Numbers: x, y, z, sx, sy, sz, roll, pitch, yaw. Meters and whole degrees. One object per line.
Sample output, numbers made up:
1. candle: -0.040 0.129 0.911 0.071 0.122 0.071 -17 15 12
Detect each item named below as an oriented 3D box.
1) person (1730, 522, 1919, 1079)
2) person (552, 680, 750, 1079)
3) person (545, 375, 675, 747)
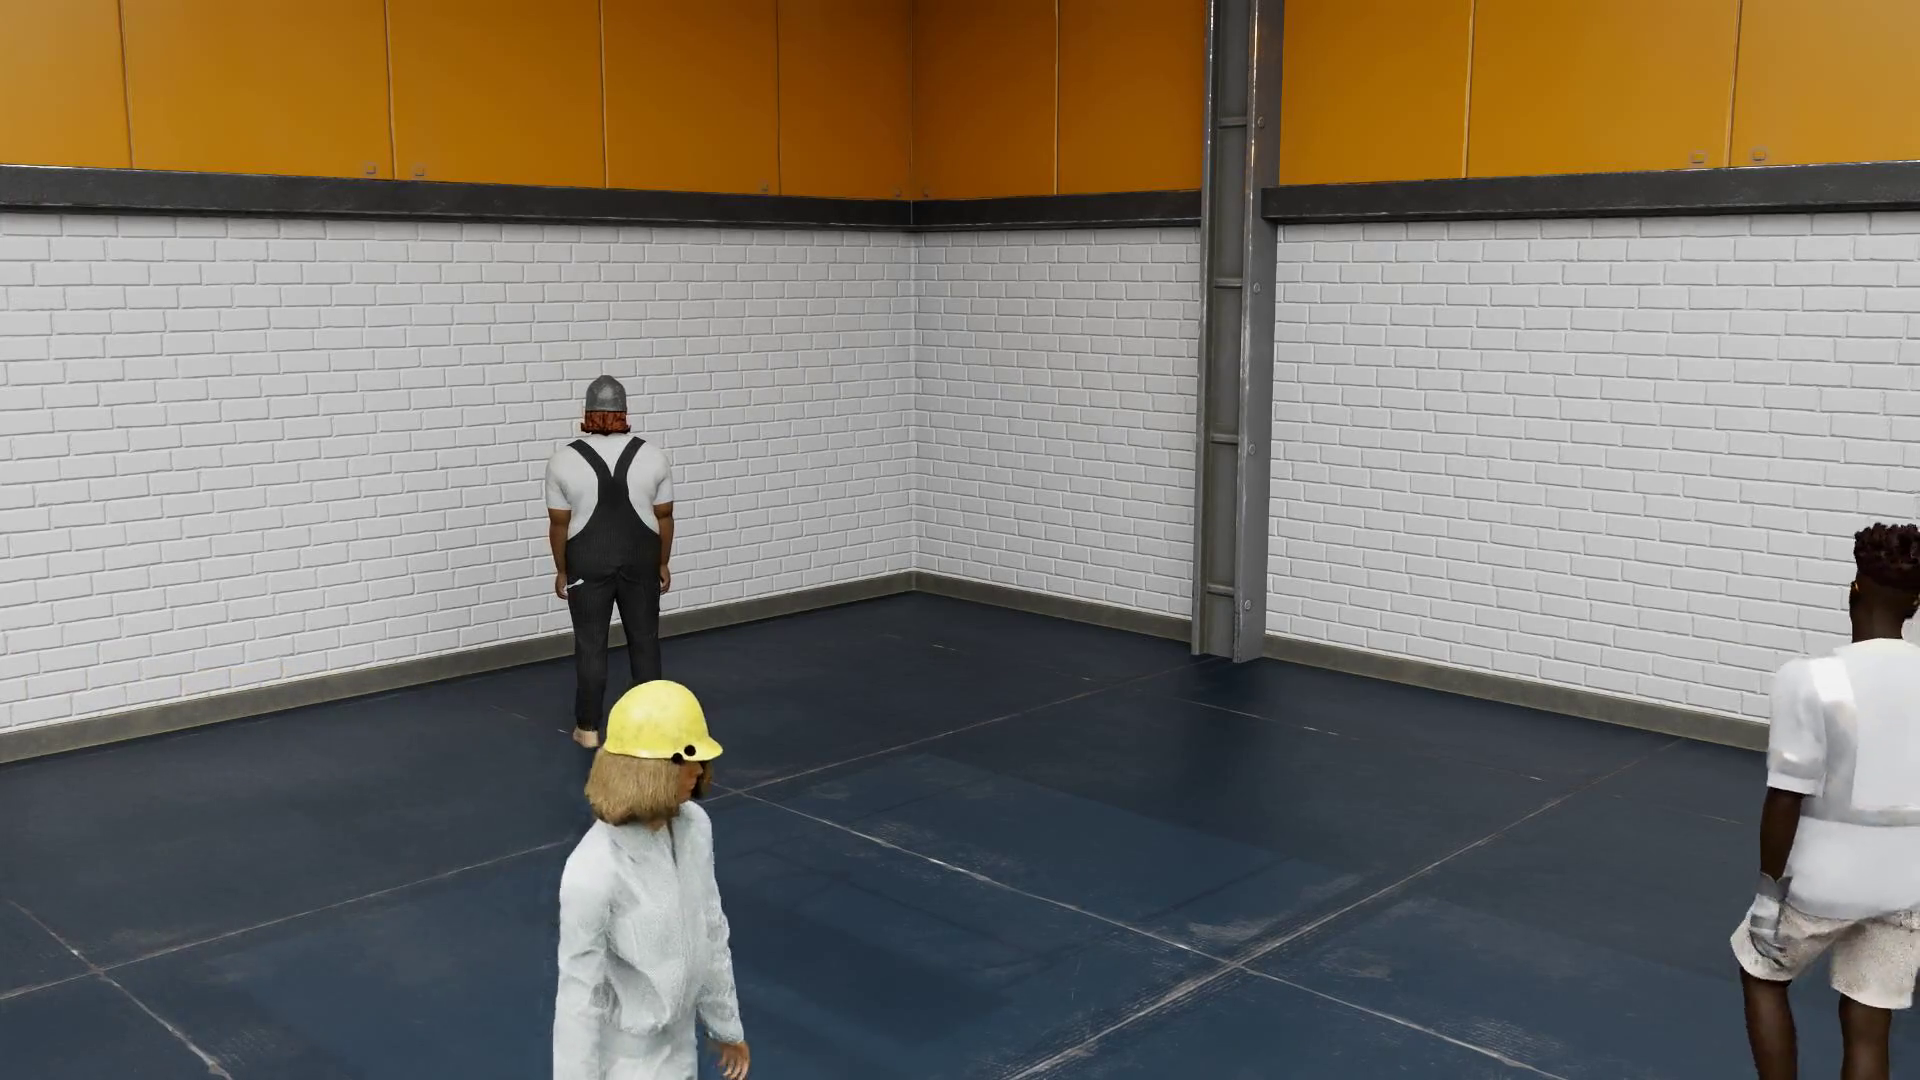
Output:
1. person: 2.420 0.912 4.529 0.624 1.932 0.506 0 9 -1
2. person: -0.670 1.153 3.695 0.457 1.728 0.487 3 10 16
3. person: -1.920 0.111 9.132 0.684 2.000 0.538 -3 10 -18
